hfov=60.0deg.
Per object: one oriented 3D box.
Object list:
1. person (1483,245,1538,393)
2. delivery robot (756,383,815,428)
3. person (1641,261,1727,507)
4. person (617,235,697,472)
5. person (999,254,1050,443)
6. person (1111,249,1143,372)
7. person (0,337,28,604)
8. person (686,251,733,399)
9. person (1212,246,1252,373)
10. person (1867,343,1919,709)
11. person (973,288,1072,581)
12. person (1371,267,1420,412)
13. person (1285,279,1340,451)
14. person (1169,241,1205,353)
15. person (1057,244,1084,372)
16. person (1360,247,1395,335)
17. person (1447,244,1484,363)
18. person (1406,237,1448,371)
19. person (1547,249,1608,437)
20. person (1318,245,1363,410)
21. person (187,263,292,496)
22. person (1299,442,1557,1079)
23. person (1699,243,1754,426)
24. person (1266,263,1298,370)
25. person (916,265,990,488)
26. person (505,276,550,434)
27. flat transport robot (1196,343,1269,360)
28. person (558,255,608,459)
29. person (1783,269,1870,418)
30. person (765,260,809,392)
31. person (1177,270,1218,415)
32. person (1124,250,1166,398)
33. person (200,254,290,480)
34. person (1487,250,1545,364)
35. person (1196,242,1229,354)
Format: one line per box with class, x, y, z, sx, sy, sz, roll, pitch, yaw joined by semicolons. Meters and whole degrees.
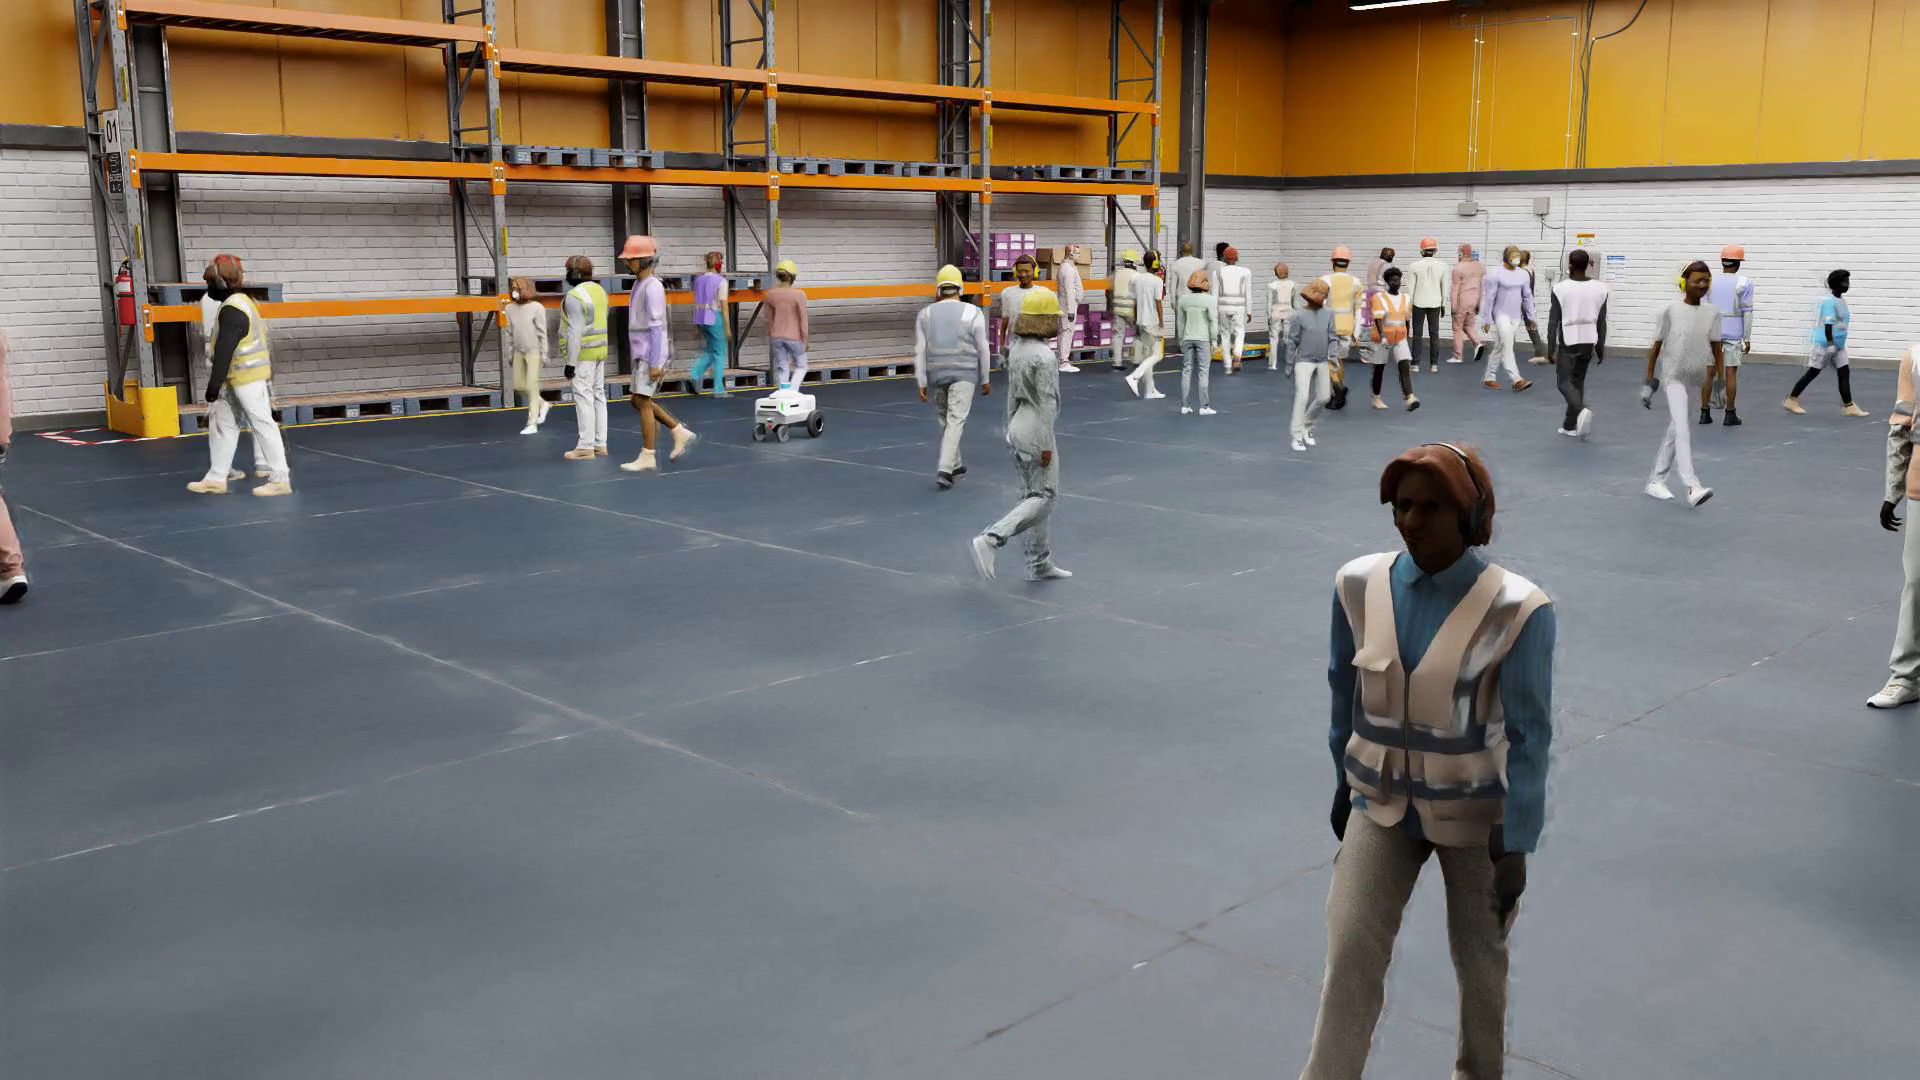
person;7.143;-2.855;21.516;0.653;1.885;1.000;-5;11;-25
delivery robot;-1.732;-1.320;16.528;0.477;0.478;0.707;4;12;23
person;5.488;-1.164;12.473;0.557;1.821;0.975;-1;10;-8
person;-2.631;-1.595;14.296;0.588;2.028;0.611;-4;11;-22
person;0.618;-1.784;15.800;0.508;1.849;0.417;1;10;3
person;2.537;-3.399;24.721;0.607;1.807;0.710;9;14;40
person;-5.531;-0.568;9.156;0.978;1.864;0.662;7;12;32
person;-3.080;-2.639;20.530;0.572;1.826;0.490;10;14;43
person;3.952;-3.336;24.230;0.598;1.865;0.647;2;11;10
person;4.166;-0.201;6.947;0.366;1.926;0.592;-9;14;-41
person;0.371;-0.583;9.599;0.623;1.728;0.488;-4;11;-23
person;4.970;-2.280;19.032;0.537;1.644;0.873;-2;11;-12
person;3.323;-1.676;15.832;0.512;1.617;0.490;-5;11;-24
person;3.880;-4.131;28.390;0.634;1.922;0.755;0;10;1
person;1.644;-3.447;24.751;0.397;1.900;0.635;-1;10;-5
person;7.523;-4.353;29.906;0.517;1.809;0.671;-2;11;-12
person;7.991;-3.724;26.257;0.656;1.891;0.516;-6;12;-28
person;6.947;-3.506;24.780;0.619;1.997;0.373;0;10;0
person;6.184;-1.951;16.612;0.599;1.896;0.781;-1;10;-7
person;4.346;-2.414;19.071;0.545;1.910;0.739;-1;10;-6
person;-5.658;-1.223;12.863;0.865;1.794;0.661;-4;11;-20
person;0.954;0.597;3.480;0.543;1.589;0.845;9;14;40
person;8.177;-2.191;17.776;0.551;1.934;0.373;9;14;40
person;4.811;-3.320;24.798;0.521;1.619;0.685;-2;11;-9
person;-0.069;-1.329;13.514;0.582;1.791;0.944;4;11;22
person;-4.408;-1.908;17.113;0.510;1.619;0.549;5;11;23
flat transport robot;4.526;-3.087;27.204;0.652;0.197;1.431;9;13;39
person;-3.422;-1.651;15.108;0.429;1.840;0.642;2;11;13
person;9.714;-2.199;18.599;0.542;1.651;0.881;-10;14;-43
person;-1.923;-2.237;18.524;0.536;1.743;0.422;3;11;18
person;2.691;-2.233;18.832;0.499;1.633;0.285;8;13;36
person;2.300;-2.651;20.539;0.621;1.852;0.514;-7;13;-34
person;-5.969;-1.429;13.816;0.602;1.856;0.768;7;12;32
person;8.907;-3.689;26.351;0.527;1.793;0.991;-9;14;-40
person;4.249;-3.985;27.618;0.601;1.922;0.967;8;13;37
